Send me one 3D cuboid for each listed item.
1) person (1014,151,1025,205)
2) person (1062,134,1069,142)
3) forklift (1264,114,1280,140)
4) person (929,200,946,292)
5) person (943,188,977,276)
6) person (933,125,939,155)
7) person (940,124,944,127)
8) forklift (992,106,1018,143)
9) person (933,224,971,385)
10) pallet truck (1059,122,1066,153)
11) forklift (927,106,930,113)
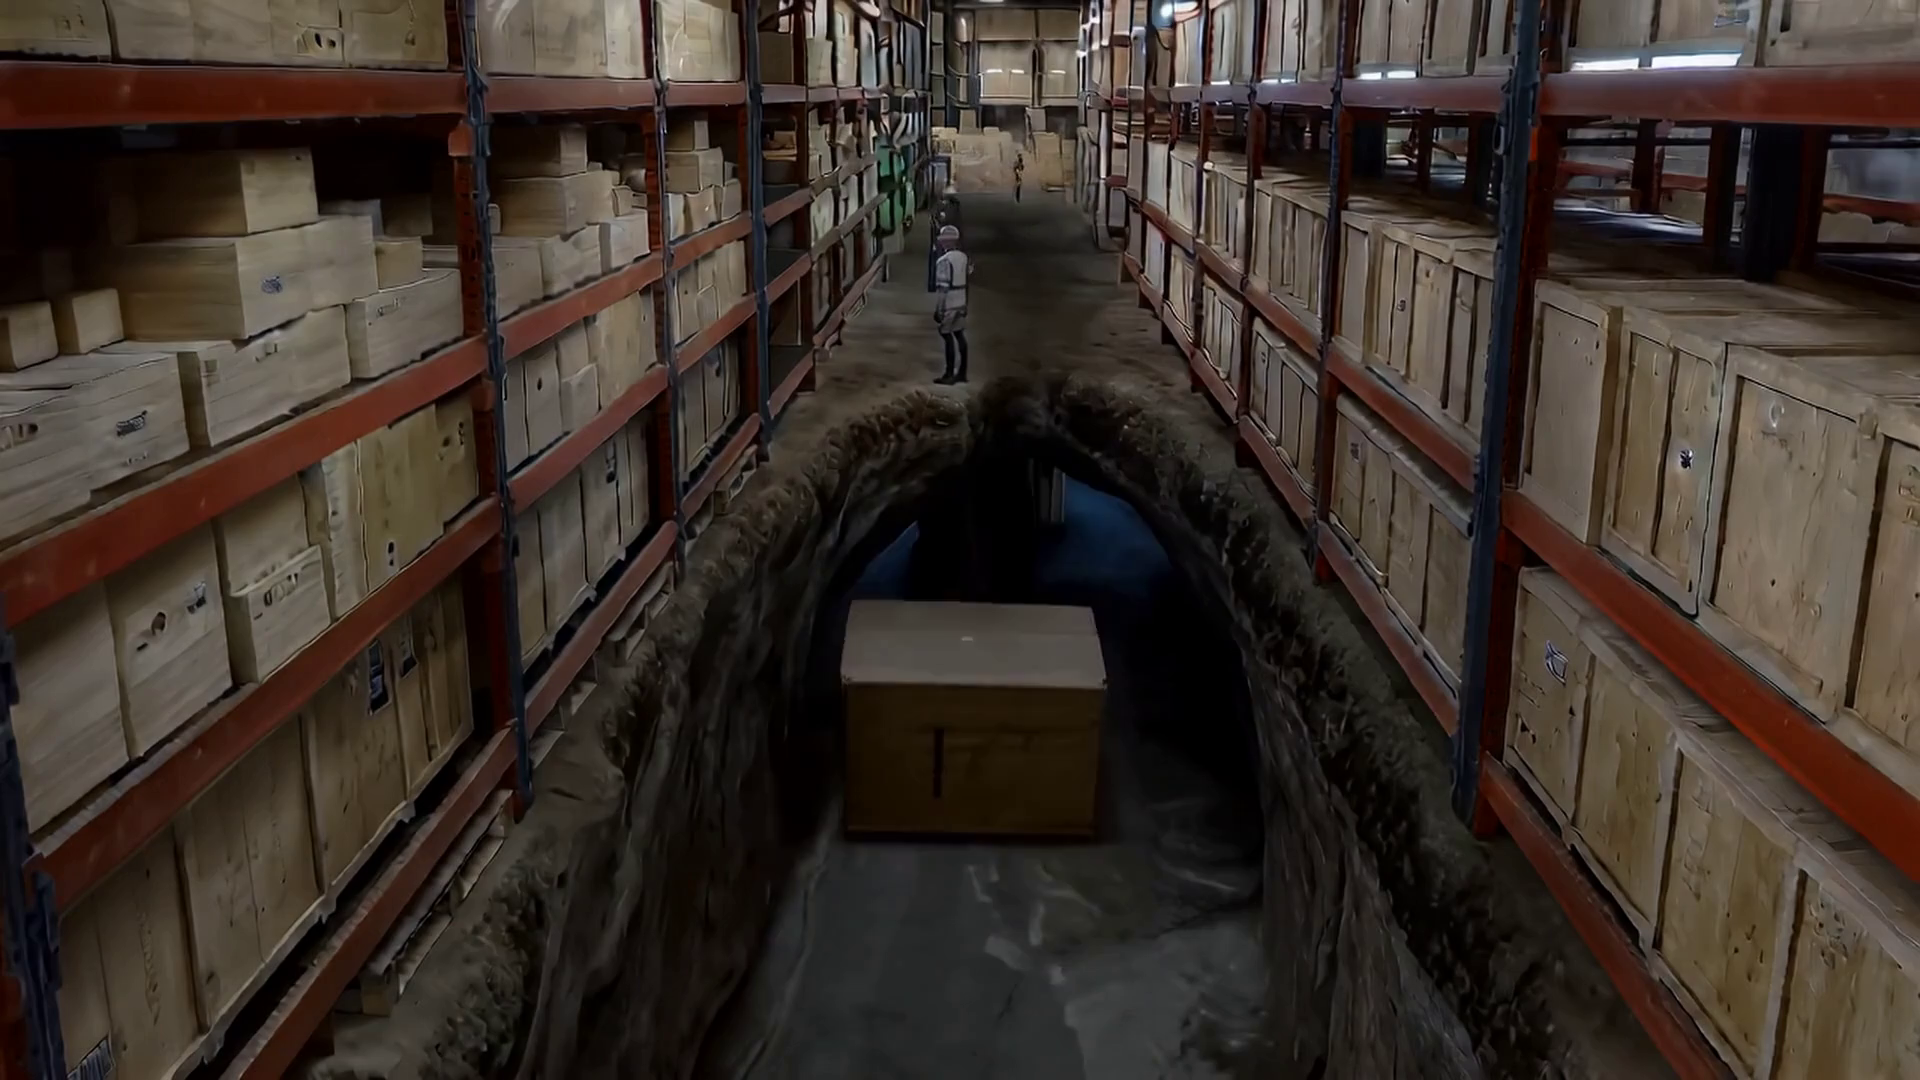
[{"bbox_3d":[1.894,-11.528,52.927,0.322,1.697,0.532,2,15,9],"label":"person"},{"bbox_3d":[4.808,-17.440,74.953,0.539,1.681,0.360,-4,16,-14],"label":"person"},{"bbox_3d":[11.012,-13.855,59.341,1.129,2.768,1.873,0,15,2],"label":"forklift"},{"bbox_3d":[-0.389,-5.249,29.683,0.270,1.632,0.504,6,16,21],"label":"person"},{"bbox_3d":[-0.087,-5.943,32.154,0.875,1.708,0.501,0,15,1],"label":"person"},{"bbox_3d":[-1.157,-19.891,83.619,0.378,1.927,0.594,10,18,34],"label":"person"},{"bbox_3d":[-0.866,-20.732,86.786,0.640,1.891,0.523,-7,17,-26],"label":"person"},{"bbox_3d":[2.113,-20.391,83.660,1.129,2.768,1.873,-7,17,-24],"label":"forklift"},{"bbox_3d":[-0.126,-2.860,20.223,0.374,1.935,0.552,14,20,41],"label":"person"},{"bbox_3d":[5.788,-21.111,88.014,1.885,1.965,0.823,5,16,18],"label":"pallet truck"},{"bbox_3d":[-2.000,-20.667,84.686,1.129,2.768,1.873,0,15,2],"label":"forklift"}]
